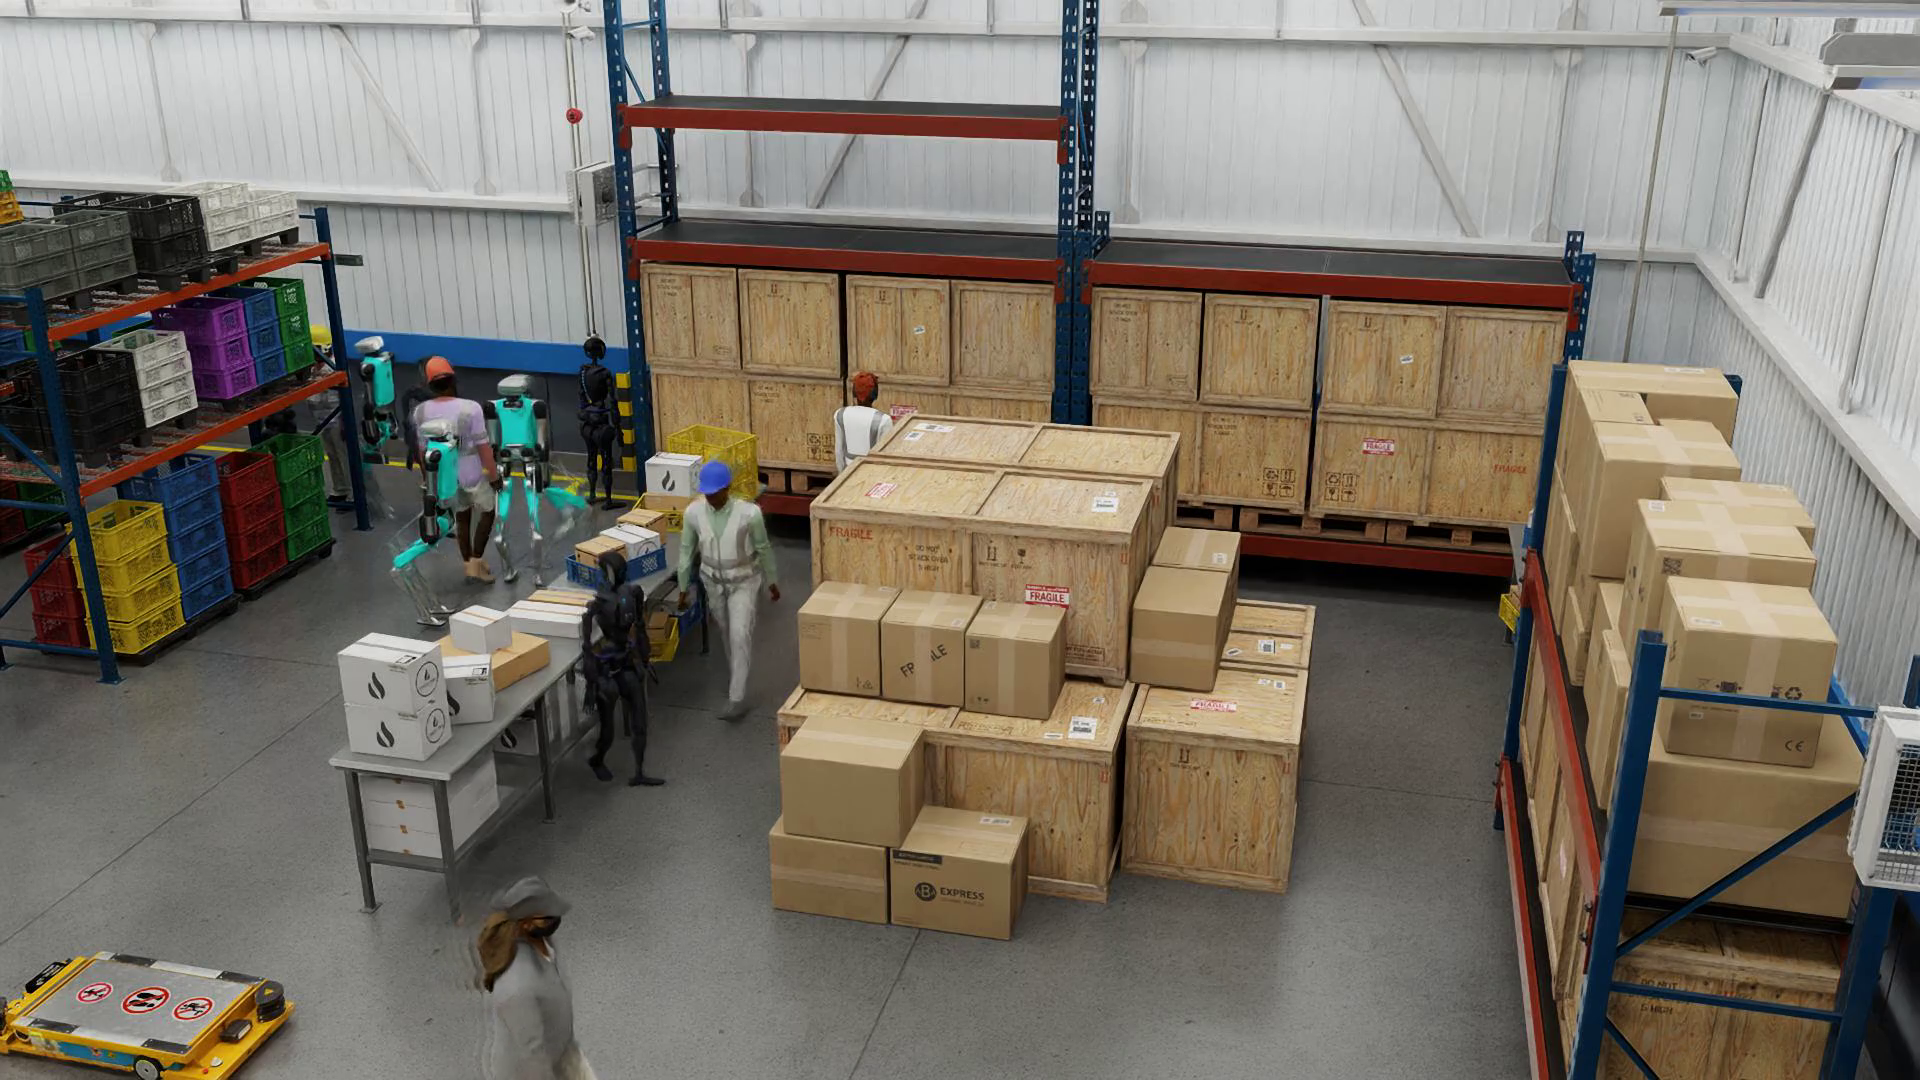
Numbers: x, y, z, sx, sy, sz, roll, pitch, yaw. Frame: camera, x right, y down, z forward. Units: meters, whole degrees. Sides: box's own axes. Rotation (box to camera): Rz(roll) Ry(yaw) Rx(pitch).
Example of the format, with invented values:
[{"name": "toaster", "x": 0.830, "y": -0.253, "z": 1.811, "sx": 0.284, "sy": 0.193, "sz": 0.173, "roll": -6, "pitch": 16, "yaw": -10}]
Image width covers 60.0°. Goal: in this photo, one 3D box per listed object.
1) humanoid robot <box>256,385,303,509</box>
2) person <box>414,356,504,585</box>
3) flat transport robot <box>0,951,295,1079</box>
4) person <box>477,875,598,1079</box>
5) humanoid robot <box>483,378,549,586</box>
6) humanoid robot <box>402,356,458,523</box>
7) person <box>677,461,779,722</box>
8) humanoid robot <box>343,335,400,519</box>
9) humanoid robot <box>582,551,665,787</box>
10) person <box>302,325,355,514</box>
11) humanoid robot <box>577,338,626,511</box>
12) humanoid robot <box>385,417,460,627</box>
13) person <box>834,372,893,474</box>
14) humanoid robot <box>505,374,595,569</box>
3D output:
[{"name": "humanoid robot", "x": -6.550, "y": -1.101, "z": 15.972, "sx": 0.393, "sy": 1.647, "sz": 0.591, "roll": 3, "pitch": 21, "yaw": 8}, {"name": "person", "x": -4.216, "y": -0.567, "z": 14.077, "sx": 0.667, "sy": 2.025, "sz": 0.424, "roll": 6, "pitch": 22, "yaw": 16}, {"name": "flat transport robot", "x": -4.270, "y": 2.464, "z": 8.601, "sx": 1.431, "sy": 0.231, "sz": 0.659, "roll": 5, "pitch": 22, "yaw": 13}, {"name": "person", "x": -1.701, "y": 2.216, "z": 7.164, "sx": 0.747, "sy": 1.741, "sz": 0.595, "roll": 0, "pitch": 21, "yaw": 0}, {"name": "humanoid robot", "x": -3.775, "y": -0.454, "z": 14.133, "sx": 0.533, "sy": 1.730, "sz": 0.798, "roll": -2, "pitch": 21, "yaw": -4}, {"name": "humanoid robot", "x": -4.864, "y": -0.896, "z": 15.419, "sx": 0.594, "sy": 1.653, "sz": 0.323, "roll": -16, "pitch": 26, "yaw": -36}, {"name": "person", "x": -1.688, "y": 0.341, "z": 11.874, "sx": 0.662, "sy": 1.893, "sz": 0.970, "roll": 5, "pitch": 21, "yaw": 13}, {"name": "humanoid robot", "x": -5.604, "y": -1.046, "z": 15.731, "sx": 0.616, "sy": 1.806, "sz": 0.531, "roll": 3, "pitch": 21, "yaw": 8}, {"name": "humanoid robot", "x": -2.263, "y": 0.853, "z": 10.878, "sx": 0.535, "sy": 1.640, "sz": 0.616, "roll": 14, "pitch": 25, "yaw": 32}, {"name": "person", "x": -5.996, "y": -1.155, "z": 15.876, "sx": 0.404, "sy": 1.833, "sz": 0.590, "roll": -19, "pitch": 28, "yaw": -40}, {"name": "humanoid robot", "x": -3.480, "y": -1.131, "z": 16.011, "sx": 0.599, "sy": 1.657, "sz": 0.315, "roll": 19, "pitch": 28, "yaw": 40}, {"name": "humanoid robot", "x": -4.313, "y": -0.154, "z": 13.255, "sx": 0.743, "sy": 1.692, "sz": 0.530, "roll": 1, "pitch": 21, "yaw": 4}, {"name": "person", "x": -0.779, "y": -0.506, "z": 14.105, "sx": 0.572, "sy": 1.886, "sz": 0.357, "roll": 10, "pitch": 23, "yaw": 25}, {"name": "humanoid robot", "x": -3.476, "y": -0.592, "z": 14.531, "sx": 0.874, "sy": 1.742, "sz": 0.578, "roll": -1, "pitch": 21, "yaw": -2}]
